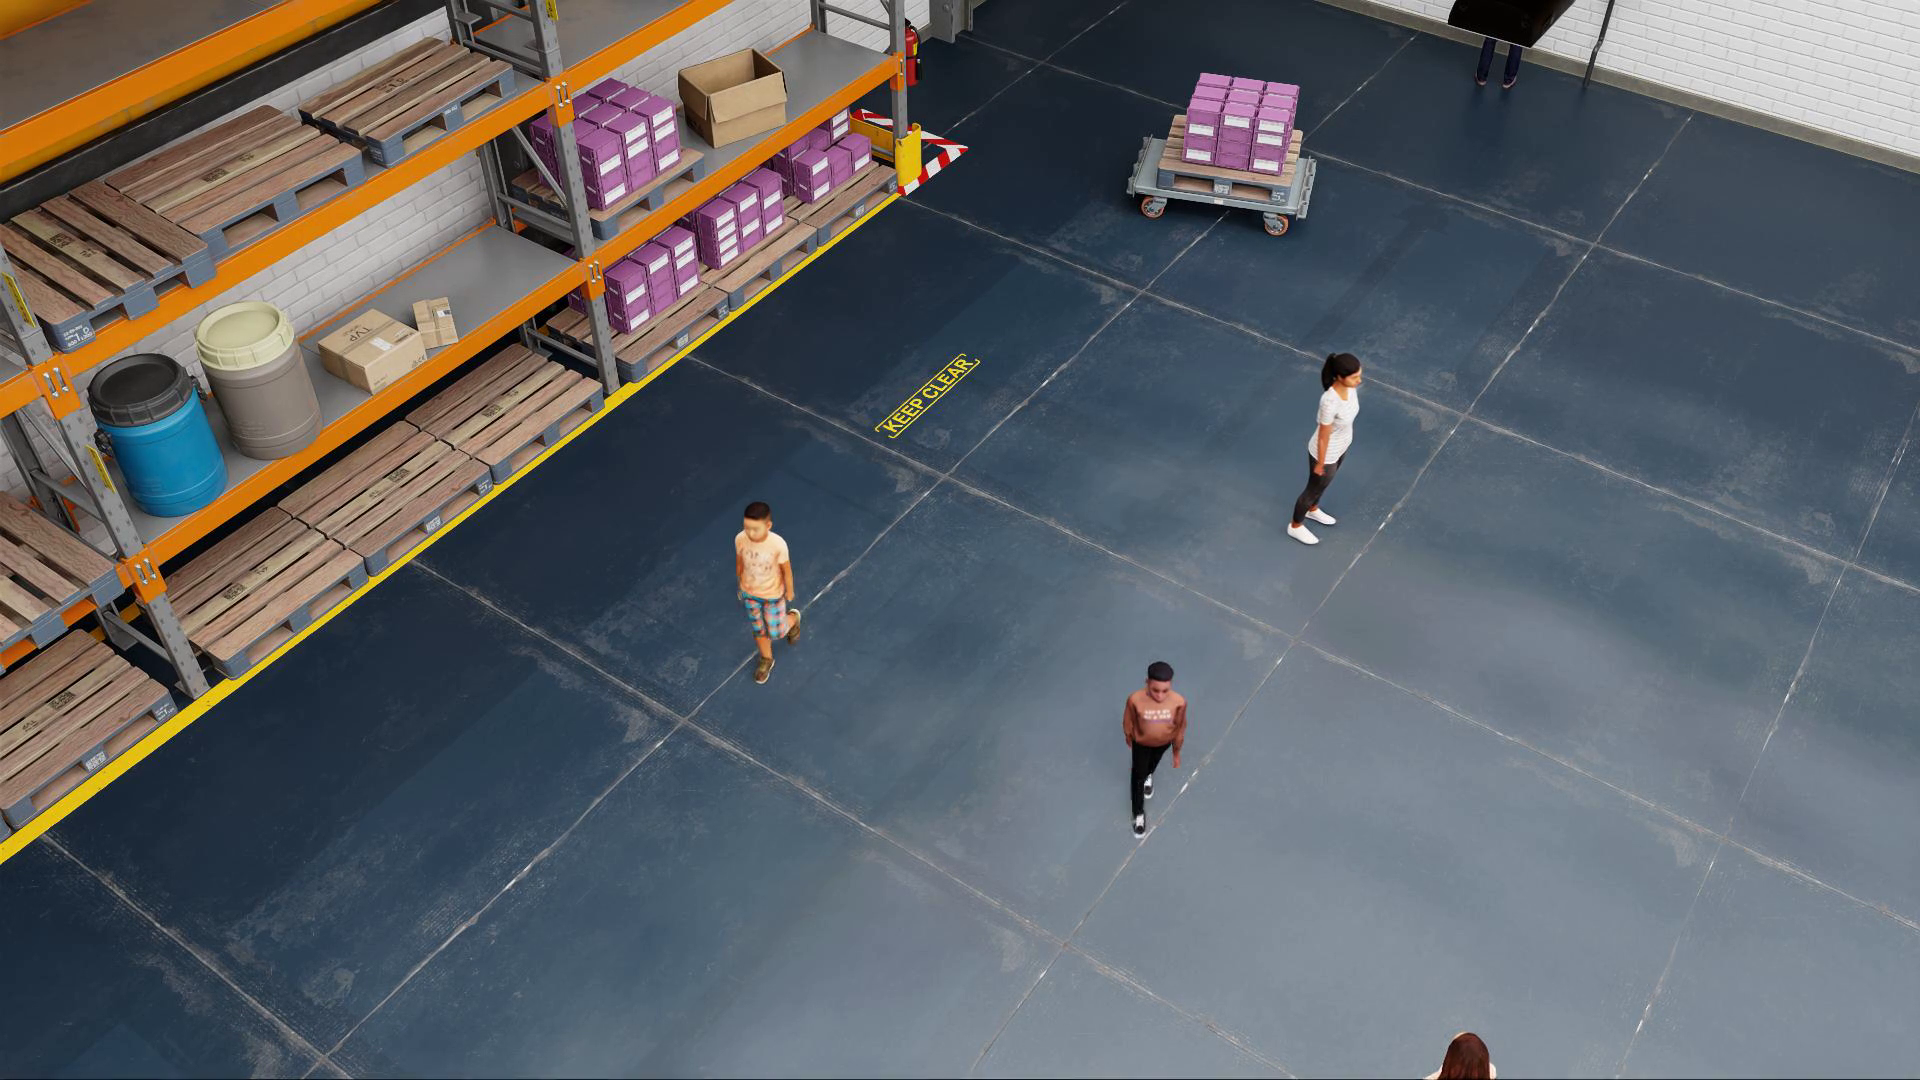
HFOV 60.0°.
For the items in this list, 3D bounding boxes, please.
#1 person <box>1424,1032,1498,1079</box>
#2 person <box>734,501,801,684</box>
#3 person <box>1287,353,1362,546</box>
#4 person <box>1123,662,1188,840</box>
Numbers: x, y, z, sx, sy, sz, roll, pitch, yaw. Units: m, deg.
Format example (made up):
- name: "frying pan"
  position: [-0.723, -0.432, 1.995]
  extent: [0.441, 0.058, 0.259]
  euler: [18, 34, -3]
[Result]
- name: "person"
  position: [2.379, 2.865, 8.246]
  extent: [0.617, 1.484, 0.711]
  euler: [-14, 45, -15]
- name: "person"
  position: [-1.272, 0.289, 10.975]
  extent: [0.668, 1.449, 0.822]
  euler: [11, 45, 11]
- name: "person"
  position: [2.611, -0.665, 11.839]
  extent: [0.628, 1.638, 0.470]
  euler: [22, 48, 22]
- name: "person"
  position: [1.192, 1.158, 10.221]
  extent: [0.788, 1.230, 0.913]
  euler: [0, 44, 0]
